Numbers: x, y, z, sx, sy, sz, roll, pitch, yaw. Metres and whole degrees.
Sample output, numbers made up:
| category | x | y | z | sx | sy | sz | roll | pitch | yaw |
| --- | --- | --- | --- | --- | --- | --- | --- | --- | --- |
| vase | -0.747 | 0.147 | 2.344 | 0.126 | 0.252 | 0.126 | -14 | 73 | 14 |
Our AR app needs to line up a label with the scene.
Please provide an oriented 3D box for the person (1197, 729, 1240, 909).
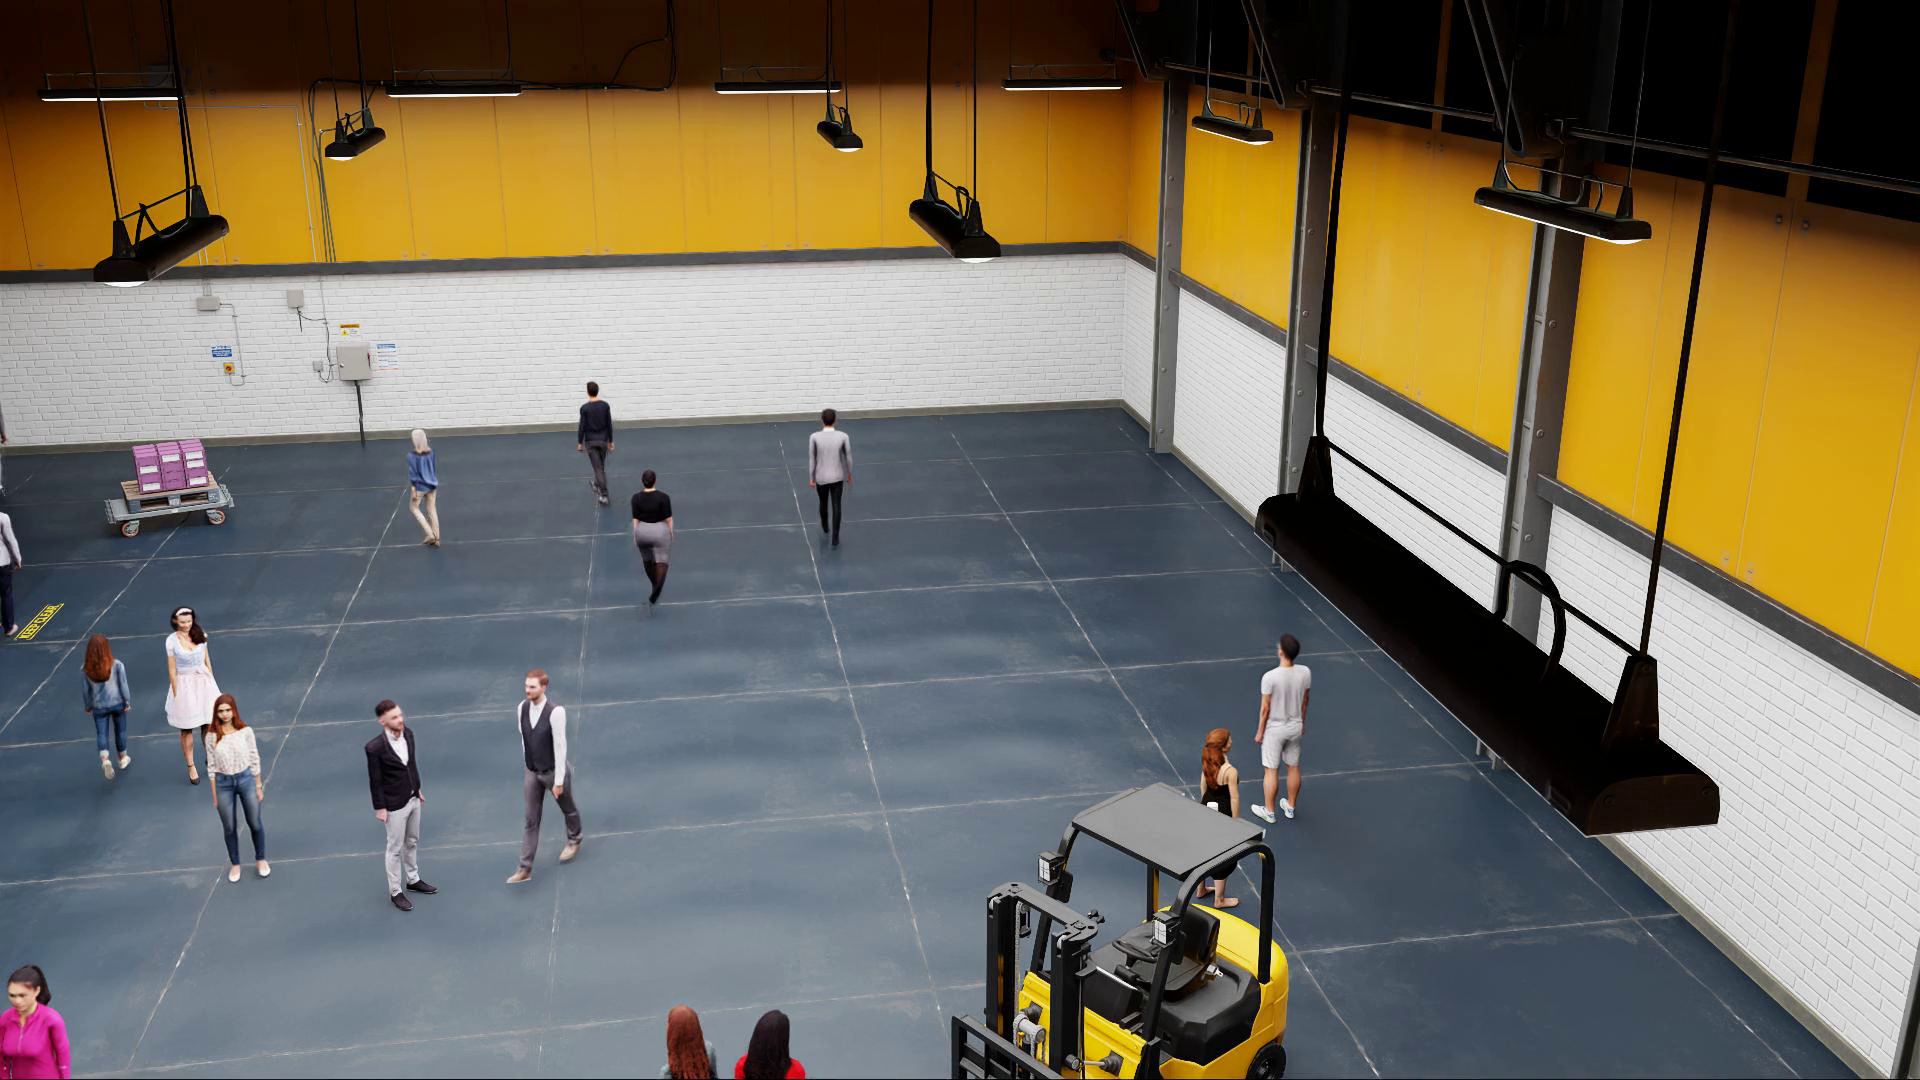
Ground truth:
| category | x | y | z | sx | sy | sz | roll | pitch | yaw |
| --- | --- | --- | --- | --- | --- | --- | --- | --- | --- |
| person | 2.176 | 2.337 | 14.090 | 0.721 | 1.625 | 0.631 | -13 | 22 | -33 |

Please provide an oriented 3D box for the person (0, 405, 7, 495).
| category | x | y | z | sx | sy | sz | roll | pitch | yaw |
| --- | --- | --- | --- | --- | --- | --- | --- | --- | --- |
| person | -14.822 | -1.558 | 25.345 | 1.134 | 1.823 | 1.025 | 17 | 25 | 41 |

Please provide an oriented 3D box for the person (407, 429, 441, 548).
| category | x | y | z | sx | sy | sz | roll | pitch | yaw |
| --- | --- | --- | --- | --- | --- | --- | --- | --- | --- |
| person | -7.343 | -0.694 | 22.995 | 0.806 | 1.687 | 0.741 | 11 | 22 | 31 |

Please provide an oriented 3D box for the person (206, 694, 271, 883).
| category | x | y | z | sx | sy | sz | roll | pitch | yaw |
| --- | --- | --- | --- | --- | --- | --- | --- | --- | --- |
| person | -6.309 | 2.138 | 14.518 | 0.605 | 1.728 | 0.545 | -7 | 20 | -20 |

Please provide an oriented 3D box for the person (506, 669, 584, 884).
| category | x | y | z | sx | sy | sz | roll | pitch | yaw |
| --- | --- | --- | --- | --- | --- | --- | --- | --- | --- |
| person | -3.572 | 2.011 | 14.642 | 1.117 | 1.890 | 1.316 | 8 | 20 | 21 |

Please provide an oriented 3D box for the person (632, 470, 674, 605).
| category | x | y | z | sx | sy | sz | roll | pitch | yaw |
| --- | --- | --- | --- | --- | --- | --- | --- | --- | --- |
| person | -3.850 | 0.008 | 20.832 | 0.786 | 1.736 | 1.131 | 0 | 19 | 1 |

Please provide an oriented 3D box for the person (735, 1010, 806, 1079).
| category | x | y | z | sx | sy | sz | roll | pitch | yaw |
| --- | --- | --- | --- | --- | --- | --- | --- | --- | --- |
| person | -1.148 | 3.676 | 9.982 | 0.747 | 1.709 | 1.070 | 1 | 19 | 2 |

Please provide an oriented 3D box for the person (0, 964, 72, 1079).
| category | x | y | z | sx | sy | sz | roll | pitch | yaw |
| --- | --- | --- | --- | --- | --- | --- | --- | --- | --- |
| person | -5.869 | 3.465 | 10.628 | 0.638 | 1.696 | 0.642 | 0 | 19 | 1 |

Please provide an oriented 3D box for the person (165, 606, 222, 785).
| category | x | y | z | sx | sy | sz | roll | pitch | yaw |
| --- | --- | --- | --- | --- | --- | --- | --- | --- | --- |
| person | -7.512 | 1.499 | 16.287 | 0.907 | 1.811 | 0.855 | 17 | 25 | 40 |

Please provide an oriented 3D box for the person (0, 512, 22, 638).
| category | x | y | z | sx | sy | sz | roll | pitch | yaw |
| --- | --- | --- | --- | --- | --- | --- | --- | --- | --- |
| person | -11.562 | 0.291 | 19.836 | 0.731 | 1.835 | 0.646 | -5 | 19 | -16 |

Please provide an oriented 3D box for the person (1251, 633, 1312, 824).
| category | x | y | z | sx | sy | sz | roll | pitch | yaw |
| --- | --- | --- | --- | --- | --- | --- | --- | --- | --- |
| person | 3.011 | 1.742 | 15.494 | 0.726 | 1.857 | 0.649 | -7 | 20 | -21 |

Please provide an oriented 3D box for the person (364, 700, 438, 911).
| category | x | y | z | sx | sy | sz | roll | pitch | yaw |
| --- | --- | --- | --- | --- | --- | --- | --- | --- | --- |
| person | -4.772 | 2.209 | 14.128 | 0.800 | 1.845 | 0.705 | 9 | 21 | 25 |

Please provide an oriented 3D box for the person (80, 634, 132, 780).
| category | x | y | z | sx | sy | sz | roll | pitch | yaw |
| --- | --- | --- | --- | --- | --- | --- | --- | --- | --- |
| person | -8.403 | 1.654 | 16.376 | 0.637 | 1.461 | 0.883 | -6 | 19 | -16 |

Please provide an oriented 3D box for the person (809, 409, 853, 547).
| category | x | y | z | sx | sy | sz | roll | pitch | yaw |
| --- | --- | --- | --- | --- | --- | --- | --- | --- | --- |
| person | -1.802 | -0.826 | 23.103 | 0.835 | 1.868 | 1.243 | -1 | 19 | -3 |

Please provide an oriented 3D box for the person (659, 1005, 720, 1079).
| category | x | y | z | sx | sy | sz | roll | pitch | yaw |
| --- | --- | --- | --- | --- | --- | --- | --- | --- | --- |
| person | -1.572 | 3.654 | 10.074 | 1.171 | 1.691 | 1.072 | 14 | 23 | 35 |

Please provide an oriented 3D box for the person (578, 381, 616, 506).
| category | x | y | z | sx | sy | sz | roll | pitch | yaw |
| --- | --- | --- | --- | --- | --- | --- | --- | --- | --- |
| person | -5.398 | -1.418 | 24.911 | 0.974 | 1.835 | 1.201 | -13 | 23 | -34 |
